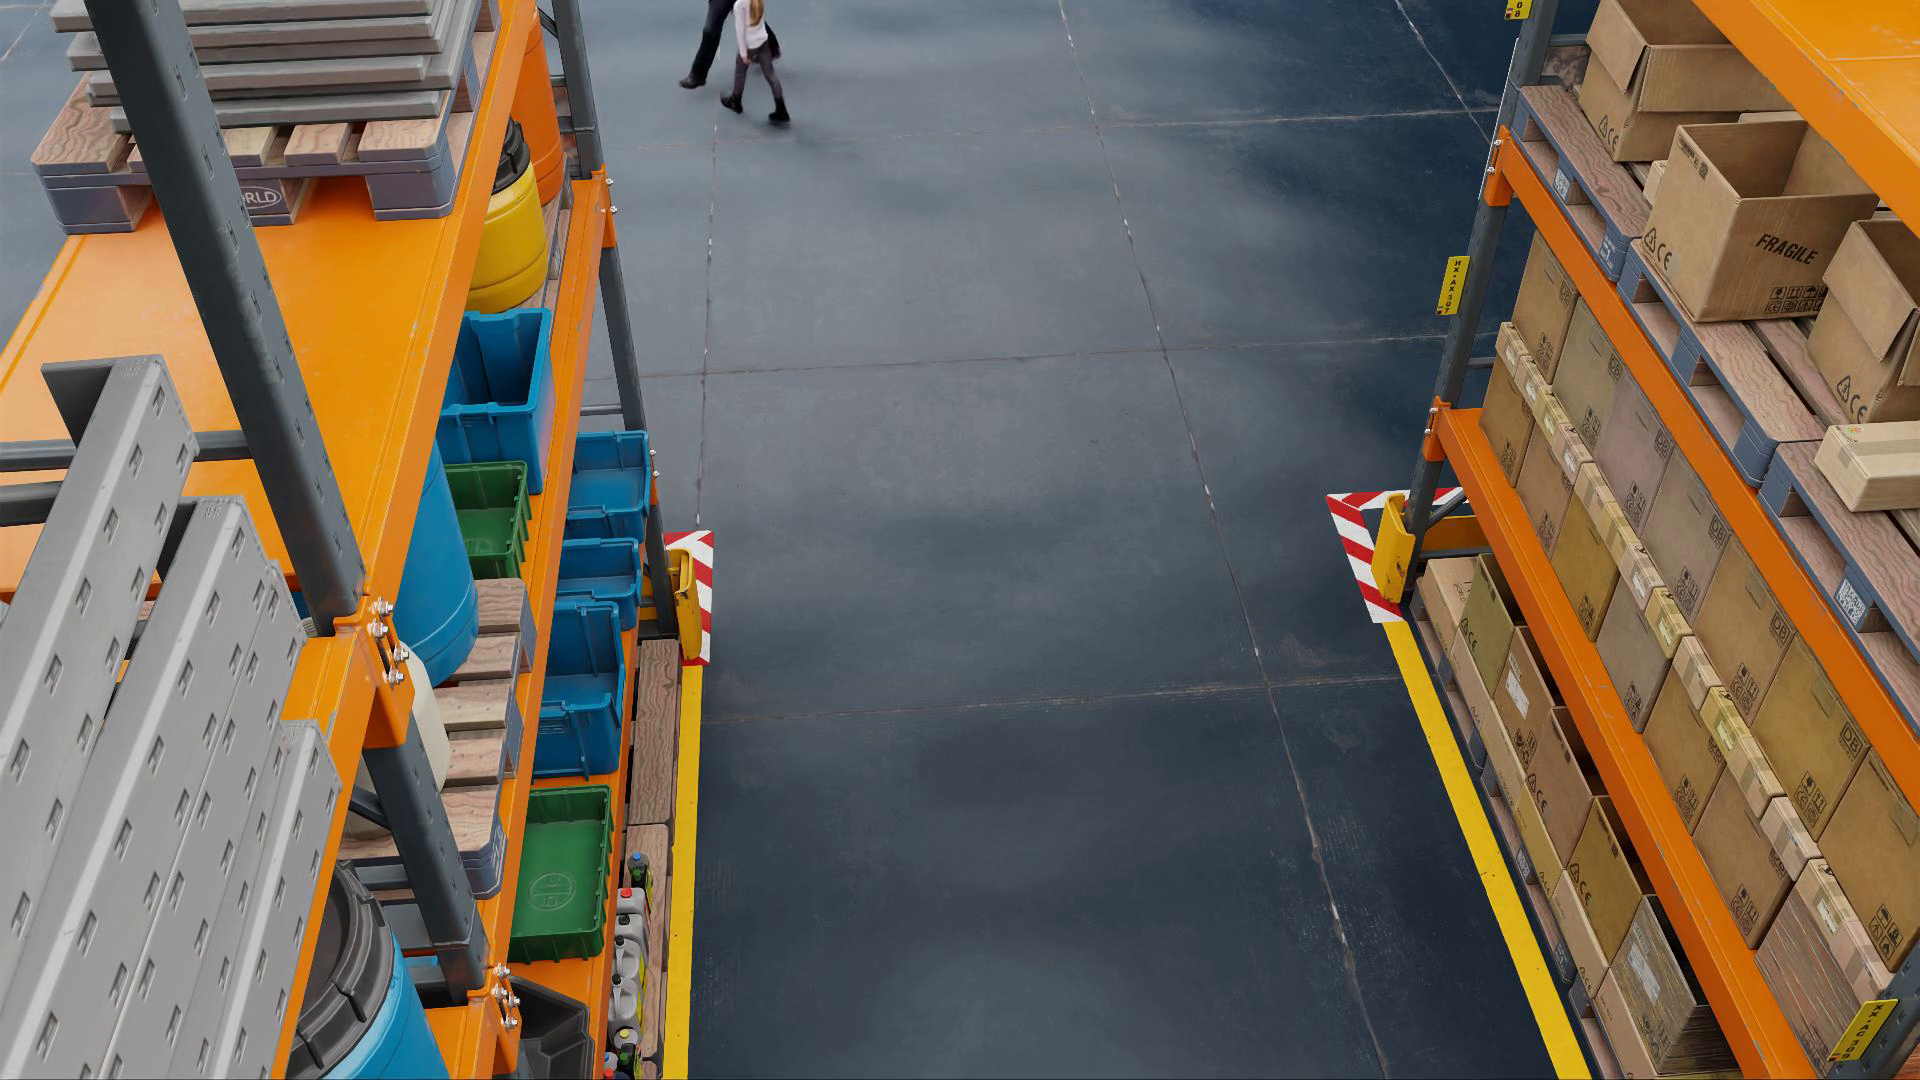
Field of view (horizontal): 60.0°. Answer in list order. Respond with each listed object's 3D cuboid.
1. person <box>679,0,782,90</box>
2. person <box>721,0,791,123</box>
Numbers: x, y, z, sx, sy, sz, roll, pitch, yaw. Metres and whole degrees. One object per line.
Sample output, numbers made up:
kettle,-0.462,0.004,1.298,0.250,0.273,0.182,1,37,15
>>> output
person,-1.795,-4.457,13.121,1.159,1.764,1.224,-27,49,-26
person,-1.533,-3.790,12.767,0.916,1.252,0.832,30,50,29
